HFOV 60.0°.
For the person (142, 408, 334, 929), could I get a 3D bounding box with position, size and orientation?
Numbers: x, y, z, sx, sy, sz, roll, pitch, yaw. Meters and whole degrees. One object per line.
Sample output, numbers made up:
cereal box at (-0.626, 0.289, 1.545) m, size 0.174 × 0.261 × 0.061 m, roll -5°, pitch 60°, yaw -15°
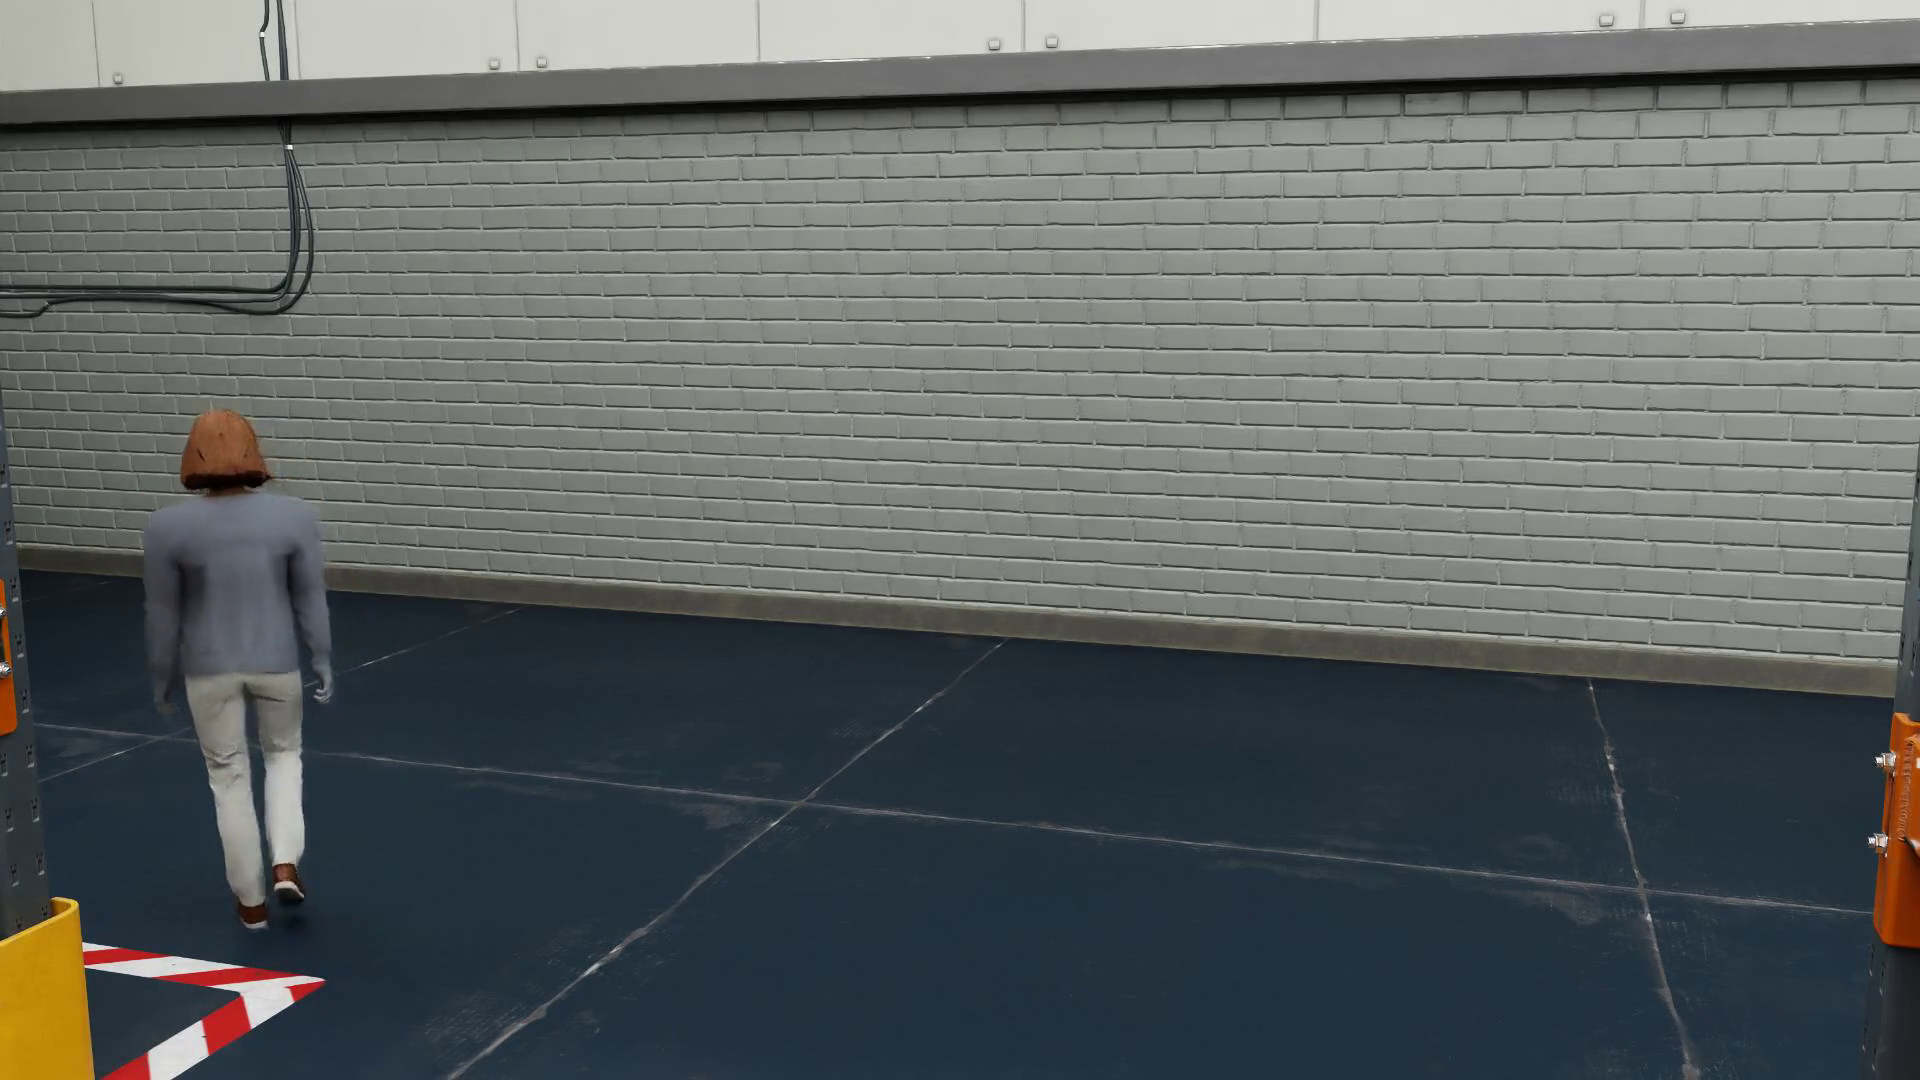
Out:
person at (-2.234, 0.402, 5.166) m, size 0.523 × 1.617 × 0.340 m, roll -5°, pitch 11°, yaw -29°
